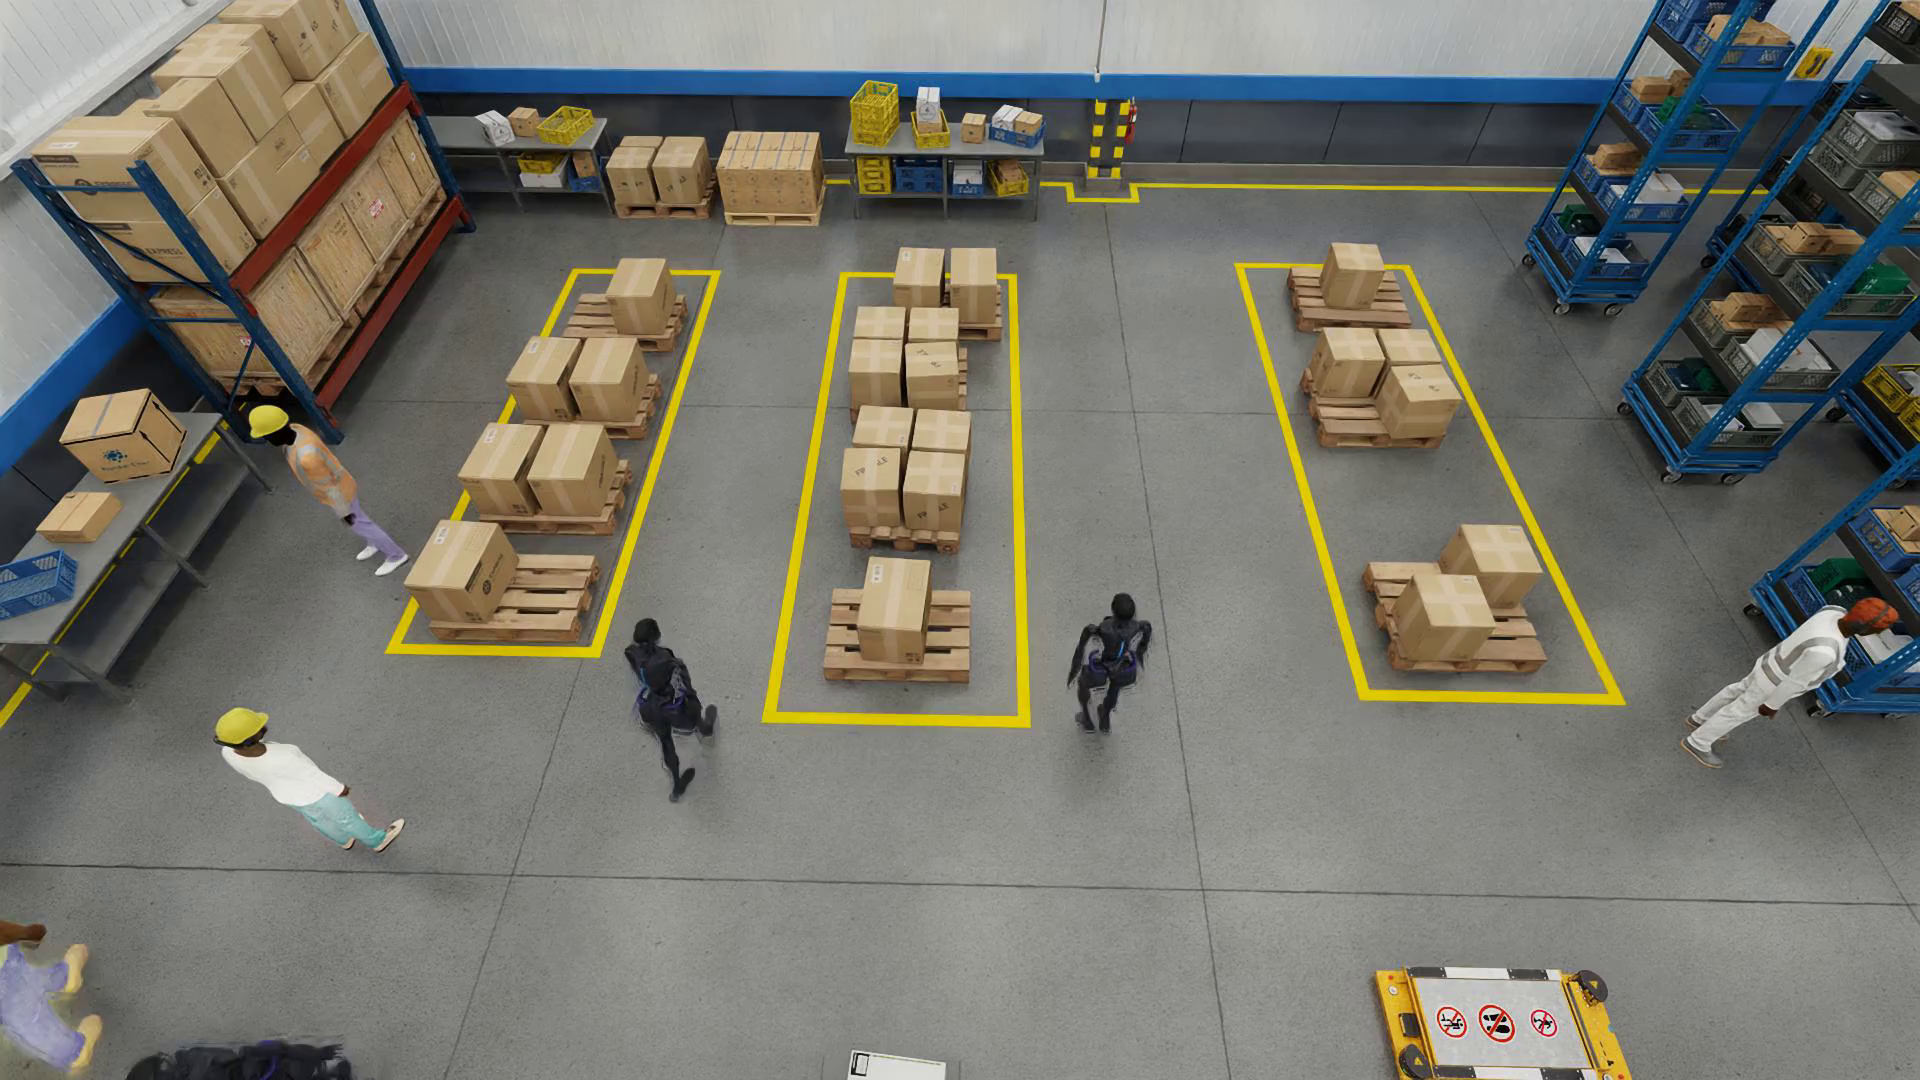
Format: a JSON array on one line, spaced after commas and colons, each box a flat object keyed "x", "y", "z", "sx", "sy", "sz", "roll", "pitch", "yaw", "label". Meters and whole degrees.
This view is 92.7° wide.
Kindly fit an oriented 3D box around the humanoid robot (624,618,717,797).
[{"x": -2.104, "y": 1.199, "z": 6.639, "sx": 0.548, "sy": 1.602, "sz": 0.785, "roll": 8, "pitch": 51, "yaw": 6, "label": "humanoid robot"}]

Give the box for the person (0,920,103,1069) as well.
[{"x": -5.767, "y": 2.441, "z": 5.354, "sx": 0.692, "sy": 2.000, "sz": 0.930, "roll": -10, "pitch": 52, "yaw": -8, "label": "person"}]

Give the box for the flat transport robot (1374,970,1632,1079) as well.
[{"x": 3.501, "y": 3.133, "z": 5.914, "sx": 1.431, "sy": 0.197, "sz": 0.652, "roll": 1, "pitch": 51, "yaw": 1, "label": "flat transport robot"}]

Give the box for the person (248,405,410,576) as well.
[{"x": -5.322, "y": -0.406, "z": 7.754, "sx": 0.393, "sy": 1.919, "sz": 0.596, "roll": -36, "pitch": 59, "yaw": -26, "label": "person"}]

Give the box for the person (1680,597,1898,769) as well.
[{"x": 5.922, "y": 1.011, "z": 6.618, "sx": 0.357, "sy": 1.886, "sz": 0.572, "roll": 31, "pitch": 57, "yaw": 23, "label": "person"}]

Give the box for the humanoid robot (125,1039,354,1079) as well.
[{"x": -3.869, "y": 3.035, "z": 5.119, "sx": 0.642, "sy": 1.617, "sz": 0.574, "roll": -13, "pitch": 52, "yaw": -11, "label": "humanoid robot"}]

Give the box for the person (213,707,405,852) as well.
[{"x": -4.408, "y": 1.647, "z": 6.181, "sx": 0.523, "sy": 1.760, "sz": 0.324, "roll": 7, "pitch": 51, "yaw": 5, "label": "person"}]

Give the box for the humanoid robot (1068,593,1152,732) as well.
[{"x": 1.116, "y": 0.902, "z": 6.840, "sx": 0.600, "sy": 1.644, "sz": 0.402, "roll": -3, "pitch": 51, "yaw": -2, "label": "humanoid robot"}]
